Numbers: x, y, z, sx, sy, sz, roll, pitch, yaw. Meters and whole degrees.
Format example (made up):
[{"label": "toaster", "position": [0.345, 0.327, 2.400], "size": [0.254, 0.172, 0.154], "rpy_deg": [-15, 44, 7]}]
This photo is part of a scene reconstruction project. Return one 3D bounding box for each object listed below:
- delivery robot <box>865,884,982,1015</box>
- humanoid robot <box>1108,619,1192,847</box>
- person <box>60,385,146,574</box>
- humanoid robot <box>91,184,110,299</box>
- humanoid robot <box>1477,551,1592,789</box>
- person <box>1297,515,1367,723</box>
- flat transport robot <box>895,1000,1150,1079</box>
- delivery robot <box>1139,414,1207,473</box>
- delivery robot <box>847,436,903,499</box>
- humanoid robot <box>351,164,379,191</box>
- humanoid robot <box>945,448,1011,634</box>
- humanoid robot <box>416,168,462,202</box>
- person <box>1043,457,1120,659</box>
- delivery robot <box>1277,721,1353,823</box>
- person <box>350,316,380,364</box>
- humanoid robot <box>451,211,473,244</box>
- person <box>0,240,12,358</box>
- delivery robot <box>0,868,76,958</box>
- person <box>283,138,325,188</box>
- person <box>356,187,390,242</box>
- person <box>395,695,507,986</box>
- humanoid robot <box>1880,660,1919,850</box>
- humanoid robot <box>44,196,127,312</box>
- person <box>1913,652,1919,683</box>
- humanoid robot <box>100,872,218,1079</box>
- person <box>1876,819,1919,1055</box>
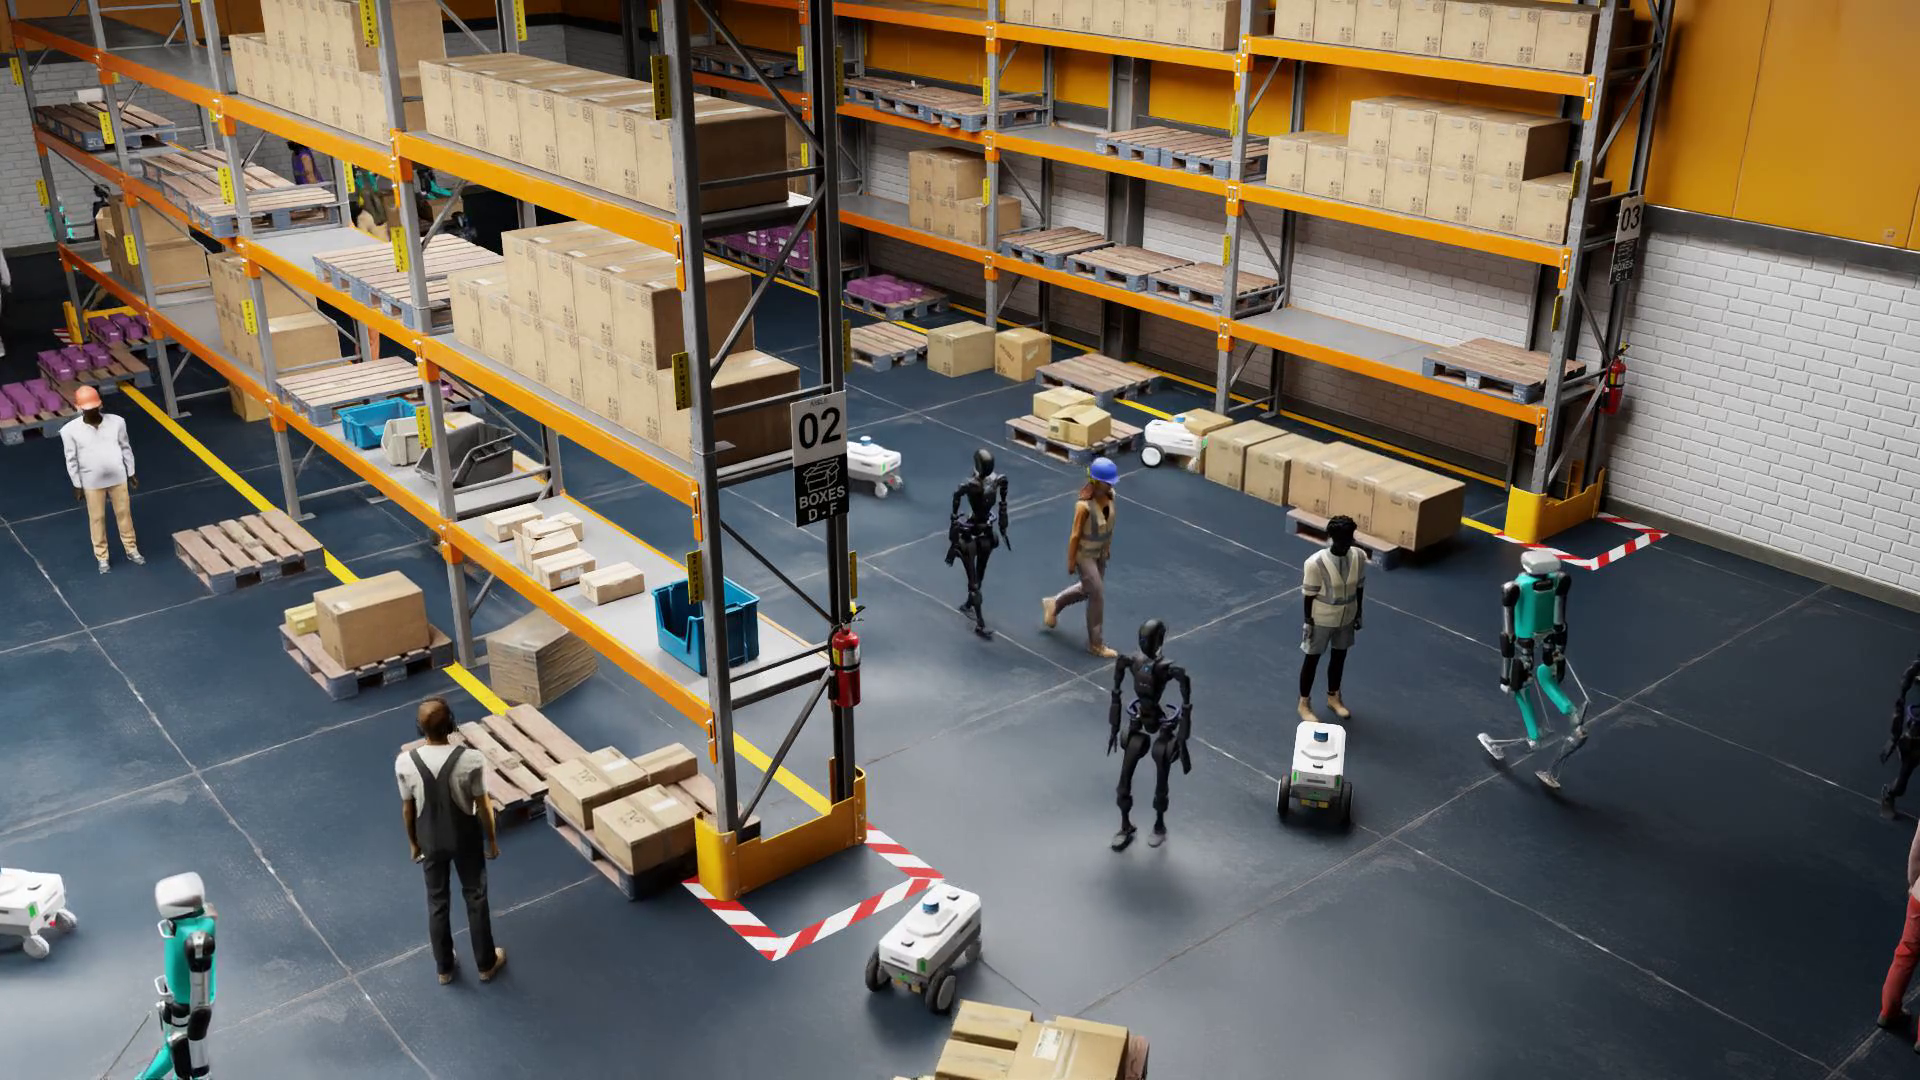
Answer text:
[{"label": "delivery robot", "position": [-0.182, 2.380, 9.791], "size": [0.499, 0.609, 0.805], "rpy_deg": [13, 27, 27]}, {"label": "humanoid robot", "position": [1.262, 1.279, 10.909], "size": [0.599, 1.656, 0.357], "rpy_deg": [12, 26, 26]}, {"label": "person", "position": [-7.756, -0.569, 15.087], "size": [0.561, 1.751, 0.340], "rpy_deg": [-19, 30, -37]}, {"label": "humanoid robot", "position": [-12.227, -4.280, 23.869], "size": [0.589, 1.646, 0.796], "rpy_deg": [11, 26, 24]}, {"label": "humanoid robot", "position": [4.057, 0.964, 11.544], "size": [0.547, 1.728, 0.976], "rpy_deg": [-8, 25, -18]}, {"label": "person", "position": [2.791, 0.586, 12.493], "size": [0.535, 1.692, 0.319], "rpy_deg": [-9, 25, -19]}, {"label": "flat transport robot", "position": [0.261, 3.085, 8.500], "size": [1.431, 0.231, 0.659], "rpy_deg": [6, 24, 14]}, {"label": "delivery robot", "position": [2.321, -1.048, 17.700], "size": [0.741, 0.587, 0.525], "rpy_deg": [10, 25, 22]}, {"label": "delivery robot", "position": [-0.978, -0.774, 17.063], "size": [0.765, 0.585, 0.499], "rpy_deg": [14, 27, 30]}, {"label": "humanoid robot", "position": [-10.050, -6.154, 28.084], "size": [0.536, 1.798, 0.812], "rpy_deg": [-9, 25, -20]}, {"label": "humanoid robot", "position": [0.173, -0.019, 13.942], "size": [0.610, 1.633, 0.662], "rpy_deg": [-14, 27, -29]}, {"label": "humanoid robot", "position": [-8.559, -5.853, 27.406], "size": [1.034, 1.769, 0.536], "rpy_deg": [-1, 23, -1]}, {"label": "person", "position": [0.989, 0.081, 13.601], "size": [0.755, 1.736, 0.474], "rpy_deg": [18, 29, 36]}, {"label": "delivery robot", "position": [2.500, 1.577, 11.613], "size": [0.499, 0.581, 0.774], "rpy_deg": [6, 24, 13]}, {"label": "person", "position": [-7.171, -2.718, 20.059], "size": [0.507, 1.757, 0.331], "rpy_deg": [14, 27, 29]}, {"label": "humanoid robot", "position": [-6.651, -3.539, 22.064], "size": [0.527, 1.641, 0.604], "rpy_deg": [3, 23, 6]}, {"label": "person", "position": [-12.582, -3.306, 21.285], "size": [1.011, 1.854, 0.650], "rpy_deg": [18, 29, 35]}, {"label": "delivery robot", "position": [-5.854, 2.219, 10.127], "size": [0.773, 0.582, 0.499], "rpy_deg": [3, 24, 6]}, {"label": "person", "position": [-10.436, -5.615, 26.585], "size": [0.516, 1.906, 0.538], "rpy_deg": [-18, 29, -36]}, {"label": "person", "position": [-7.901, -3.873, 22.627], "size": [0.830, 1.852, 0.554], "rpy_deg": [4, 24, 9]}, {"label": "person", "position": [-2.941, 1.743, 9.640], "size": [0.519, 1.835, 0.355], "rpy_deg": [-3, 24, -7]}, {"label": "humanoid robot", "position": [6.421, 1.273, 10.957], "size": [0.597, 1.635, 0.710], "rpy_deg": [8, 25, 18]}, {"label": "humanoid robot", "position": [-11.908, -3.841, 22.788], "size": [0.880, 1.845, 0.551], "rpy_deg": [-20, 30, -38]}, {"label": "person", "position": [7.810, 0.260, 12.959], "size": [0.549, 1.922, 0.387], "rpy_deg": [15, 28, 31]}, {"label": "humanoid robot", "position": [-3.889, 2.477, 8.038], "size": [0.765, 1.768, 0.536], "rpy_deg": [-15, 27, -31]}, {"label": "person", "position": [5.410, 2.007, 9.106], "size": [0.315, 1.769, 0.522], "rpy_deg": [-8, 25, -17]}]
